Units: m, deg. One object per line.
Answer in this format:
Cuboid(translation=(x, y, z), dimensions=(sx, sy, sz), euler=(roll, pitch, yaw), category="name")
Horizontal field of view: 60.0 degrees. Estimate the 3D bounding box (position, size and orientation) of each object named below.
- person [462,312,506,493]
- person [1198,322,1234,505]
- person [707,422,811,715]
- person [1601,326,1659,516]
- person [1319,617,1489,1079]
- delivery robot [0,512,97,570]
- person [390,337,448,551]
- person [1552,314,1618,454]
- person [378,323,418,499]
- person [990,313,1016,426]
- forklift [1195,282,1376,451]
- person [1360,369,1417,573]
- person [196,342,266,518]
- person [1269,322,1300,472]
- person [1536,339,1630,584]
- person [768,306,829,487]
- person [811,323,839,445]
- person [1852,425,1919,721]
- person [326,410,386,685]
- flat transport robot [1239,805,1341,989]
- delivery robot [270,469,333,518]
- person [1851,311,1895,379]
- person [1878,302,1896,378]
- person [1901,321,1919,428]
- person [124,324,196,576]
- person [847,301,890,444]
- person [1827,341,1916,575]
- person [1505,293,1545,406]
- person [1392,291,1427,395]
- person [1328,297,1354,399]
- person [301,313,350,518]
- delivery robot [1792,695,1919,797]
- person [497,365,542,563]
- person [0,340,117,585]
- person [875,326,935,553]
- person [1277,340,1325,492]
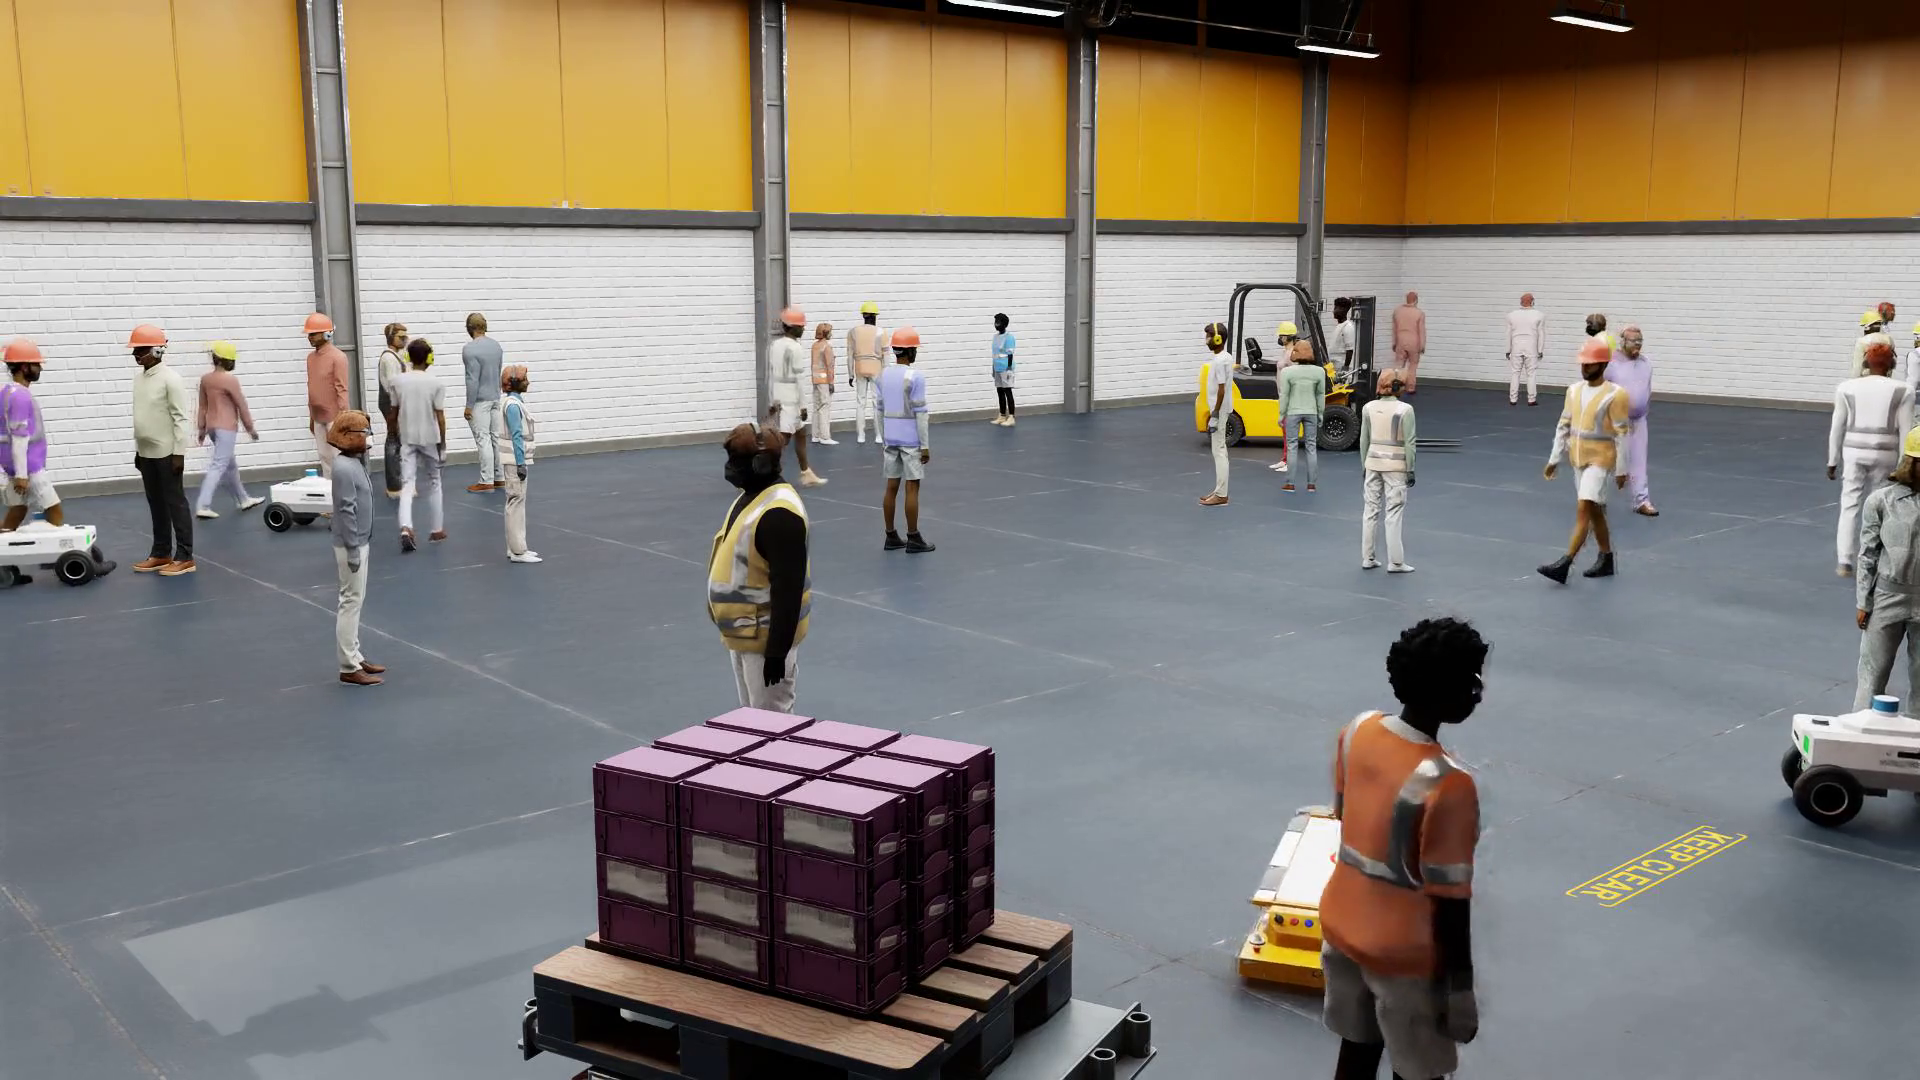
Cuboid(translation=(-5.122, -1.474, 17.872), dimensions=(0.351, 1.936, 0.634), euler=(3, 10, 15), category="person")
Cuboid(translation=(2.612, -1.278, 16.945), dimensions=(0.329, 1.865, 0.508), euler=(2, 10, 14), category="person")
Cuboid(translation=(-0.859, 0.414, 7.101), dimensions=(0.429, 1.841, 0.634), euler=(-4, 10, -20), category="person")
Cuboid(translation=(6.588, -1.198, 16.530), dimensions=(0.653, 1.857, 1.024), euler=(-2, 10, -10), category="person")
Cuboid(translation=(1.063, 1.014, 4.114), dimensions=(0.367, 1.671, 0.561), euler=(-3, 10, -19), category="person")
Cuboid(translation=(-7.095, 0.023, 12.874), dimensions=(0.707, 0.478, 0.477), euler=(-4, 10, -20), category="delivery robot")
Cuboid(translation=(-4.725, -0.840, 14.472), dimensions=(0.538, 1.838, 0.893), euler=(-1, 10, -4), category="person")
Cuboid(translation=(8.140, -2.000, 21.380), dimensions=(0.932, 1.790, 0.632), euler=(9, 13, 42), category="person")
Cuboid(translation=(-5.921, -1.354, 17.454), dimensions=(0.345, 1.840, 0.505), euler=(-3, 10, -19), category="person")
Cuboid(translation=(0.643, -2.546, 24.881), dimensions=(0.320, 1.690, 0.535), euler=(-5, 11, -29), category="person")
Cuboid(translation=(4.328, -2.346, 22.227), dimensions=(2.313, 2.155, 1.214), euler=(3, 10, 16), category="forklift")
Cuboid(translation=(3.433, -0.553, 13.357), dimensions=(0.312, 1.638, 0.512), euler=(-8, 12, -38), category="person")
Cuboid(translation=(-7.177, -1.075, 16.232), dimensions=(0.528, 1.703, 0.878), euler=(6, 12, 32), category="person")
Cuboid(translation=(3.840, -1.684, 19.604), dimensions=(0.310, 1.768, 0.533), euler=(0, 10, 0), category="person")
Cuboid(translation=(4.826, -0.607, 12.928), dimensions=(0.976, 1.889, 0.555), euler=(-4, 11, -23), category="person")
Cuboid(translation=(-1.911, -1.527, 18.007), dimensions=(1.008, 2.001, 0.605), euler=(-6, 11, -30), category="person")
Cuboid(translation=(-1.844, -2.102, 22.425), dimensions=(0.311, 1.636, 0.522), euler=(-6, 11, -31), category="person")
Cuboid(translation=(4.559, 0.314, 7.975), dimensions=(0.487, 1.744, 0.294), euler=(3, 10, 17), category="person")
Cuboid(translation=(-3.595, 0.040, 9.894), dimensions=(0.268, 1.632, 0.507), euler=(-2, 10, -14), category="person")
Cuboid(translation=(1.509, 1.333, 6.310), dimensions=(0.652, 0.197, 1.431), euler=(3, 10, 19), category="flat transport robot")
Cuboid(translation=(-5.999, -0.412, 15.419), dimensions=(0.707, 0.478, 0.477), euler=(1, 10, 9), category="delivery robot")
Cuboid(translation=(11.809, -2.059, 21.630), dimensions=(0.586, 1.823, 0.403), euler=(-3, 10, -19), category="person")
Cuboid(translation=(13.499, -2.509, 24.159), dimensions=(0.824, 1.855, 0.608), euler=(8, 12, 38), category="person")
Cuboid(translation=(10.874, -1.586, 18.835), dimensions=(0.597, 1.831, 0.403), euler=(-4, 11, -24), category="person")
Cuboid(translation=(-6.389, -0.715, 13.257), dimensions=(0.622, 1.994, 0.381), euler=(6, 11, 32), category="person")
Cuboid(translation=(-1.234, -2.256, 22.492), dimensions=(0.589, 1.924, 0.384), euler=(2, 10, 10), category="person")
Cuboid(translation=(7.244, -0.649, 13.236), dimensions=(0.591, 1.881, 0.415), euler=(7, 12, 36), category="person")
Cuboid(translation=(9.604, -3.236, 28.277), dimensions=(0.643, 1.910, 0.400), euler=(5, 11, 29), category="person")
Cuboid(translation=(8.199, -3.593, 30.387), dimensions=(0.670, 1.893, 0.550), euler=(8, 12, 39), category="person")
Cuboid(translation=(5.349, -2.430, 23.381), dimensions=(0.365, 1.966, 0.608), euler=(-1, 10, -5), category="person")
Cuboid(translation=(-6.149, -1.204, 16.155), dimensions=(0.614, 1.987, 0.407), euler=(8, 12, 37), category="person")
Cuboid(translation=(4.152, 0.944, 7.482), dimensions=(0.707, 0.478, 0.477), euler=(3, 10, 20), category="delivery robot")
Cuboid(translation=(-3.671, -0.630, 13.800), dimensions=(0.308, 1.640, 0.511), euler=(-3, 10, -19), category="person")
Cuboid(translation=(-7.103, -0.587, 12.823), dimensions=(0.894, 1.891, 0.566), euler=(-7, 12, -36), category="person")
Cuboid(translation=(-0.468, -0.855, 14.245), dimensions=(0.543, 1.938, 0.356), euler=(8, 13, 39), category="person")
Cuboid(translation=(3.677, -1.332, 17.926), dimensions=(0.508, 1.632, 0.273), euler=(-1, 10, -5), category="person")
